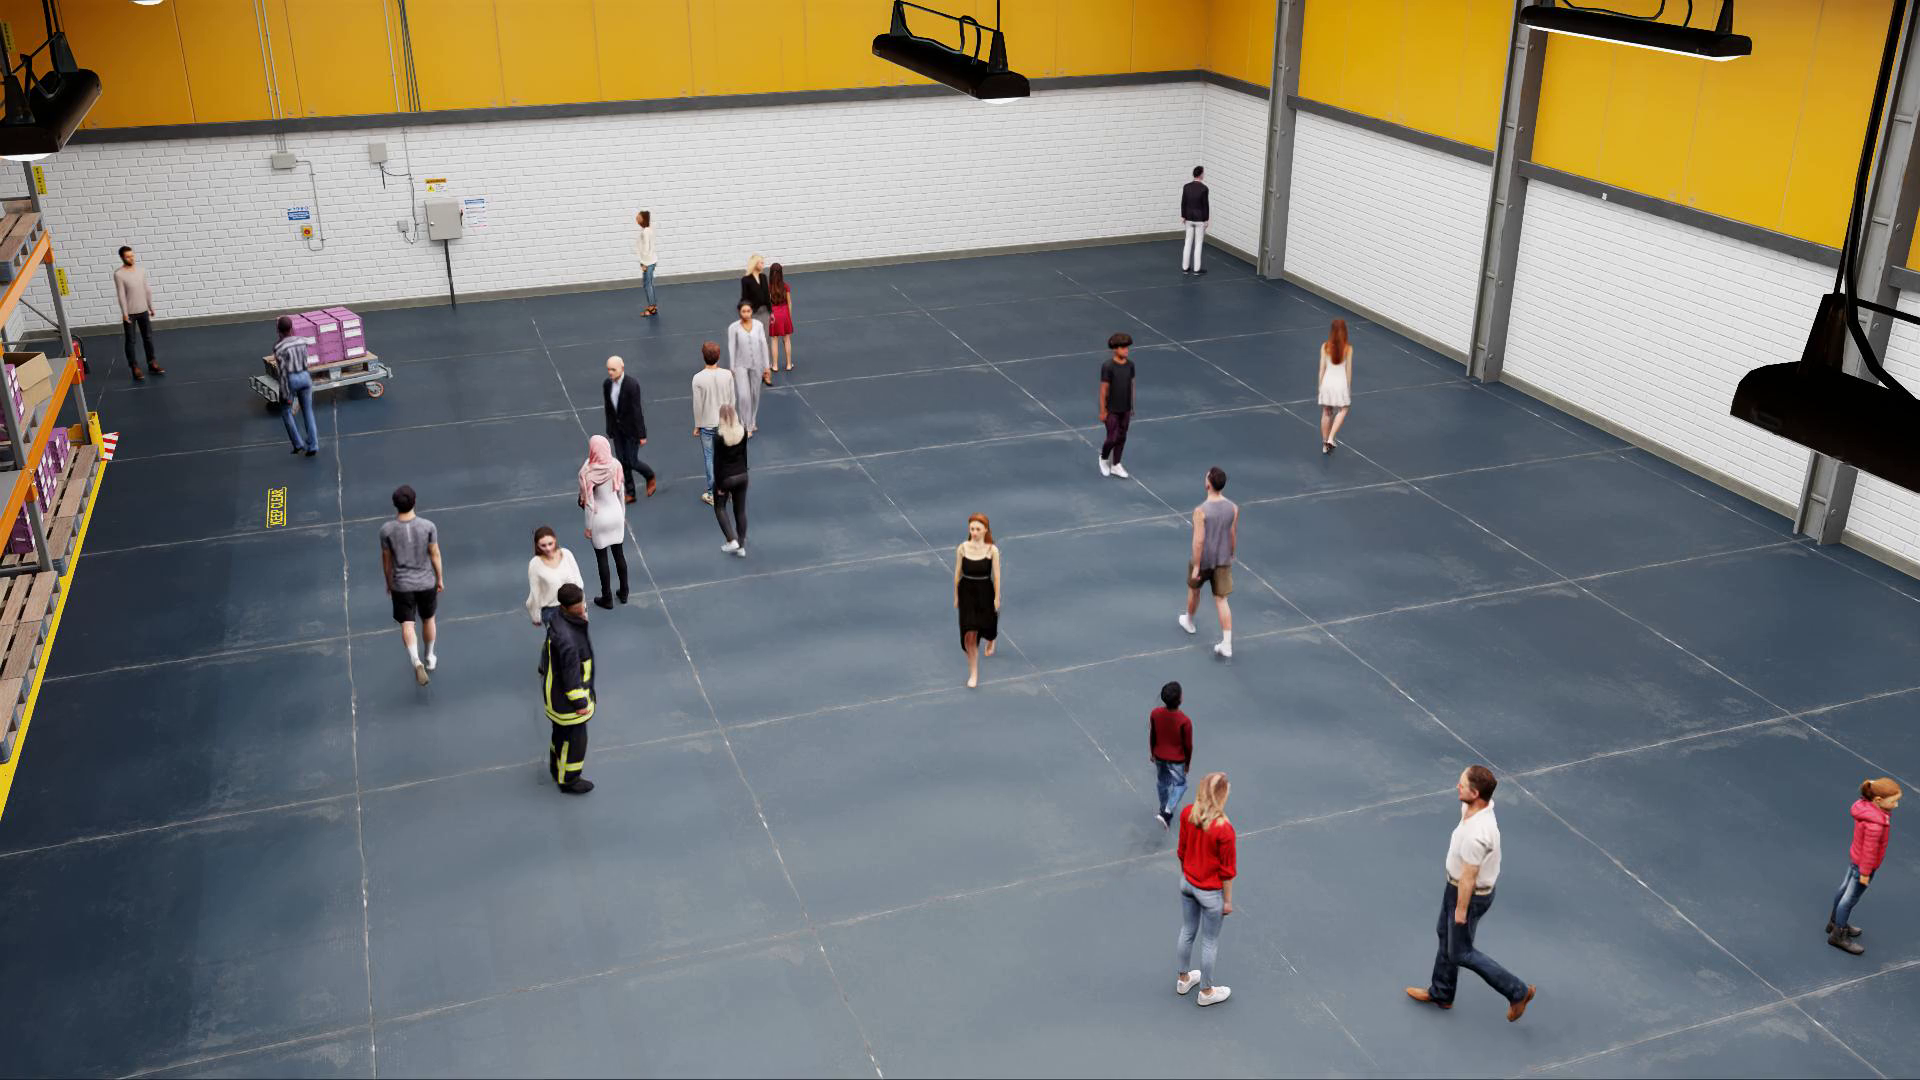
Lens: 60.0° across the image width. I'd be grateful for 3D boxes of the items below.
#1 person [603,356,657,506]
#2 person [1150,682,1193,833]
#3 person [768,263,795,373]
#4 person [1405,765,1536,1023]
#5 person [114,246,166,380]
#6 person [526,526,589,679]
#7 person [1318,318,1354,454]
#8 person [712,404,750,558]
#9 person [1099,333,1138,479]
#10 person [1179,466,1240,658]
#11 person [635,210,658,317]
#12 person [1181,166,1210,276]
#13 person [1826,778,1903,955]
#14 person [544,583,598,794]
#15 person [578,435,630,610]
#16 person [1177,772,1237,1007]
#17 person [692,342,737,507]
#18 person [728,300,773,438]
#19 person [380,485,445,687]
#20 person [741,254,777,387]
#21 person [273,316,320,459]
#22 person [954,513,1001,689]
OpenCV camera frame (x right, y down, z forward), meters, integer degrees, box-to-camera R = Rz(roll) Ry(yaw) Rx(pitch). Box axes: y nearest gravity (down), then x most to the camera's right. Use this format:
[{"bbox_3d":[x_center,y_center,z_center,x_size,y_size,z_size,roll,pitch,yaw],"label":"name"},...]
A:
[{"bbox_3d":[-3.748,-1.270,18.914,0.933,1.781,0.992,12,26,26],"label":"person"},{"bbox_3d":[1.604,1.678,12.840,0.734,1.244,0.774,13,27,28],"label":"person"},{"bbox_3d":[-2.564,-3.157,23.533,0.564,1.540,0.624,-6,24,-12],"label":"person"},{"bbox_3d":[3.359,2.305,10.672,1.120,1.832,1.091,8,25,17],"label":"person"},{"bbox_3d":[-11.521,-3.195,23.219,0.746,1.861,0.725,15,28,30],"label":"person"},{"bbox_3d":[-3.613,0.630,14.743,0.939,1.641,1.210,-22,32,-40],"label":"person"},{"bbox_3d":[4.569,-1.852,20.349,0.745,1.699,0.803,12,26,25],"label":"person"},{"bbox_3d":[-2.355,-0.593,17.499,0.676,1.675,0.670,-16,28,-32],"label":"person"},{"bbox_3d":[1.816,-1.619,19.720,0.702,1.775,0.704,-14,27,-30],"label":"person"},{"bbox_3d":[2.396,0.230,15.553,0.687,1.806,1.184,-7,25,-16],"label":"person"},{"bbox_3d":[-4.920,-4.371,26.145,0.761,1.672,0.565,1,24,2],"label":"person"},{"bbox_3d":[4.019,-5.481,28.472,0.680,1.842,0.796,16,28,33],"label":"person"},{"bbox_3d":[6.237,2.220,11.514,0.645,1.313,0.585,11,26,23],"label":"person"},{"bbox_3d":[-3.165,1.155,13.241,1.000,1.882,0.682,-11,26,-24],"label":"person"},{"bbox_3d":[-3.493,-0.188,16.411,0.714,1.804,0.718,-19,30,-37],"label":"person"},{"bbox_3d":[1.599,2.275,10.901,0.737,1.704,0.575,-19,30,-36],"label":"person"},{"bbox_3d":[-2.766,-1.320,18.875,0.654,1.905,0.569,-9,25,-19],"label":"person"},{"bbox_3d":[-2.715,-2.235,21.199,0.666,1.719,0.836,-11,26,-23],"label":"person"},{"bbox_3d":[-4.909,0.429,14.944,0.671,1.847,1.001,-7,25,-16],"label":"person"},{"bbox_3d":[-2.838,-3.020,22.873,0.986,1.817,0.869,21,31,40],"label":"person"},{"bbox_3d":[-7.988,-1.823,20.185,0.806,1.777,0.763,18,29,35],"label":"person"},{"bbox_3d":[0.172,0.502,15.079,0.820,1.606,0.966,4,24,10],"label":"person"}]
